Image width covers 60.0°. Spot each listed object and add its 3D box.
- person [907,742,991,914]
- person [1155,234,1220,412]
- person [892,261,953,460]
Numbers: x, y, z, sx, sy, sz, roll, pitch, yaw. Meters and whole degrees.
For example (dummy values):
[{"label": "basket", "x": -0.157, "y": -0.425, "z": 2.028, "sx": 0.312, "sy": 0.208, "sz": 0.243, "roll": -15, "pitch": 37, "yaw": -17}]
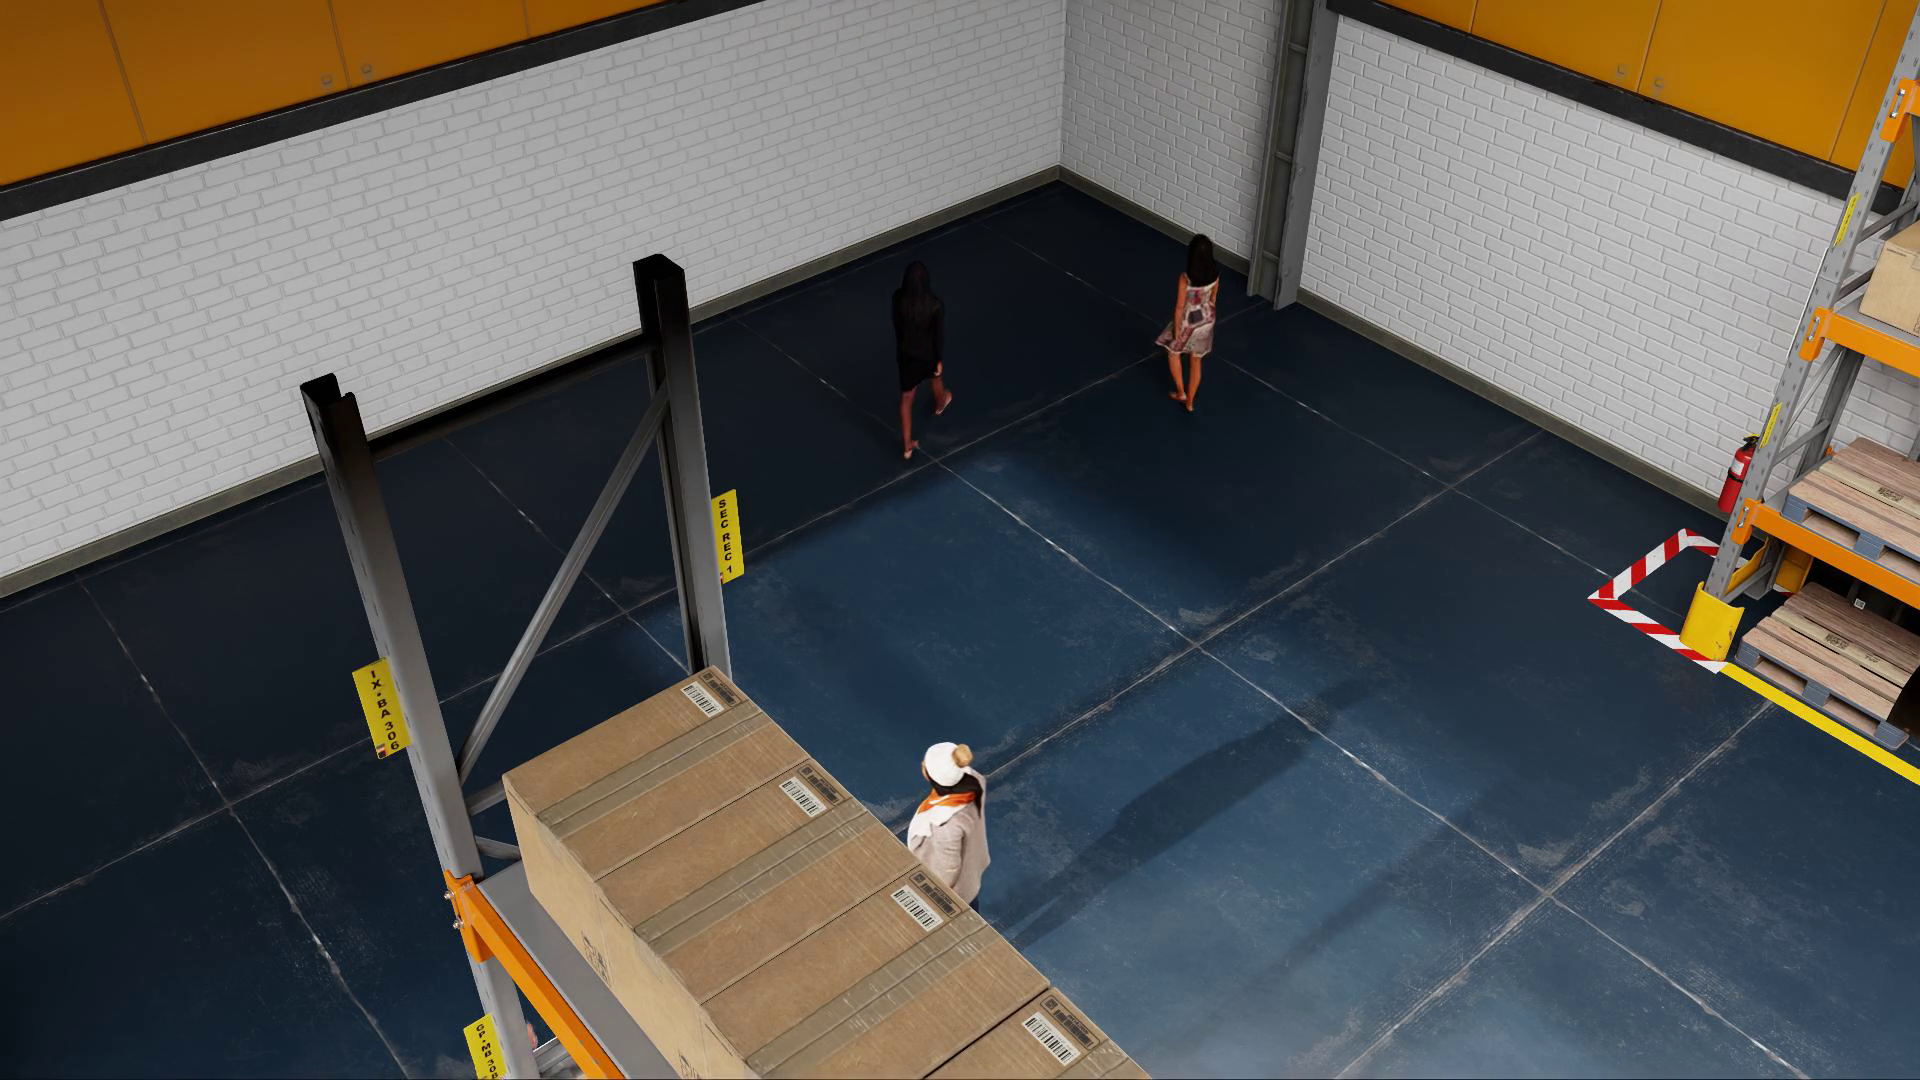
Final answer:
[{"label": "person", "x": -0.036, "y": 1.799, "z": 9.316, "sx": 0.858, "sy": 1.891, "sz": 0.825, "roll": 9, "pitch": 40, "yaw": 11}, {"label": "person", "x": 2.005, "y": -1.784, "z": 14.008, "sx": 0.729, "sy": 1.633, "sz": 0.730, "roll": -14, "pitch": 41, "yaw": -17}, {"label": "person", "x": -0.374, "y": -1.443, "z": 13.549, "sx": 1.166, "sy": 1.674, "sz": 1.085, "roll": 11, "pitch": 40, "yaw": 13}]
